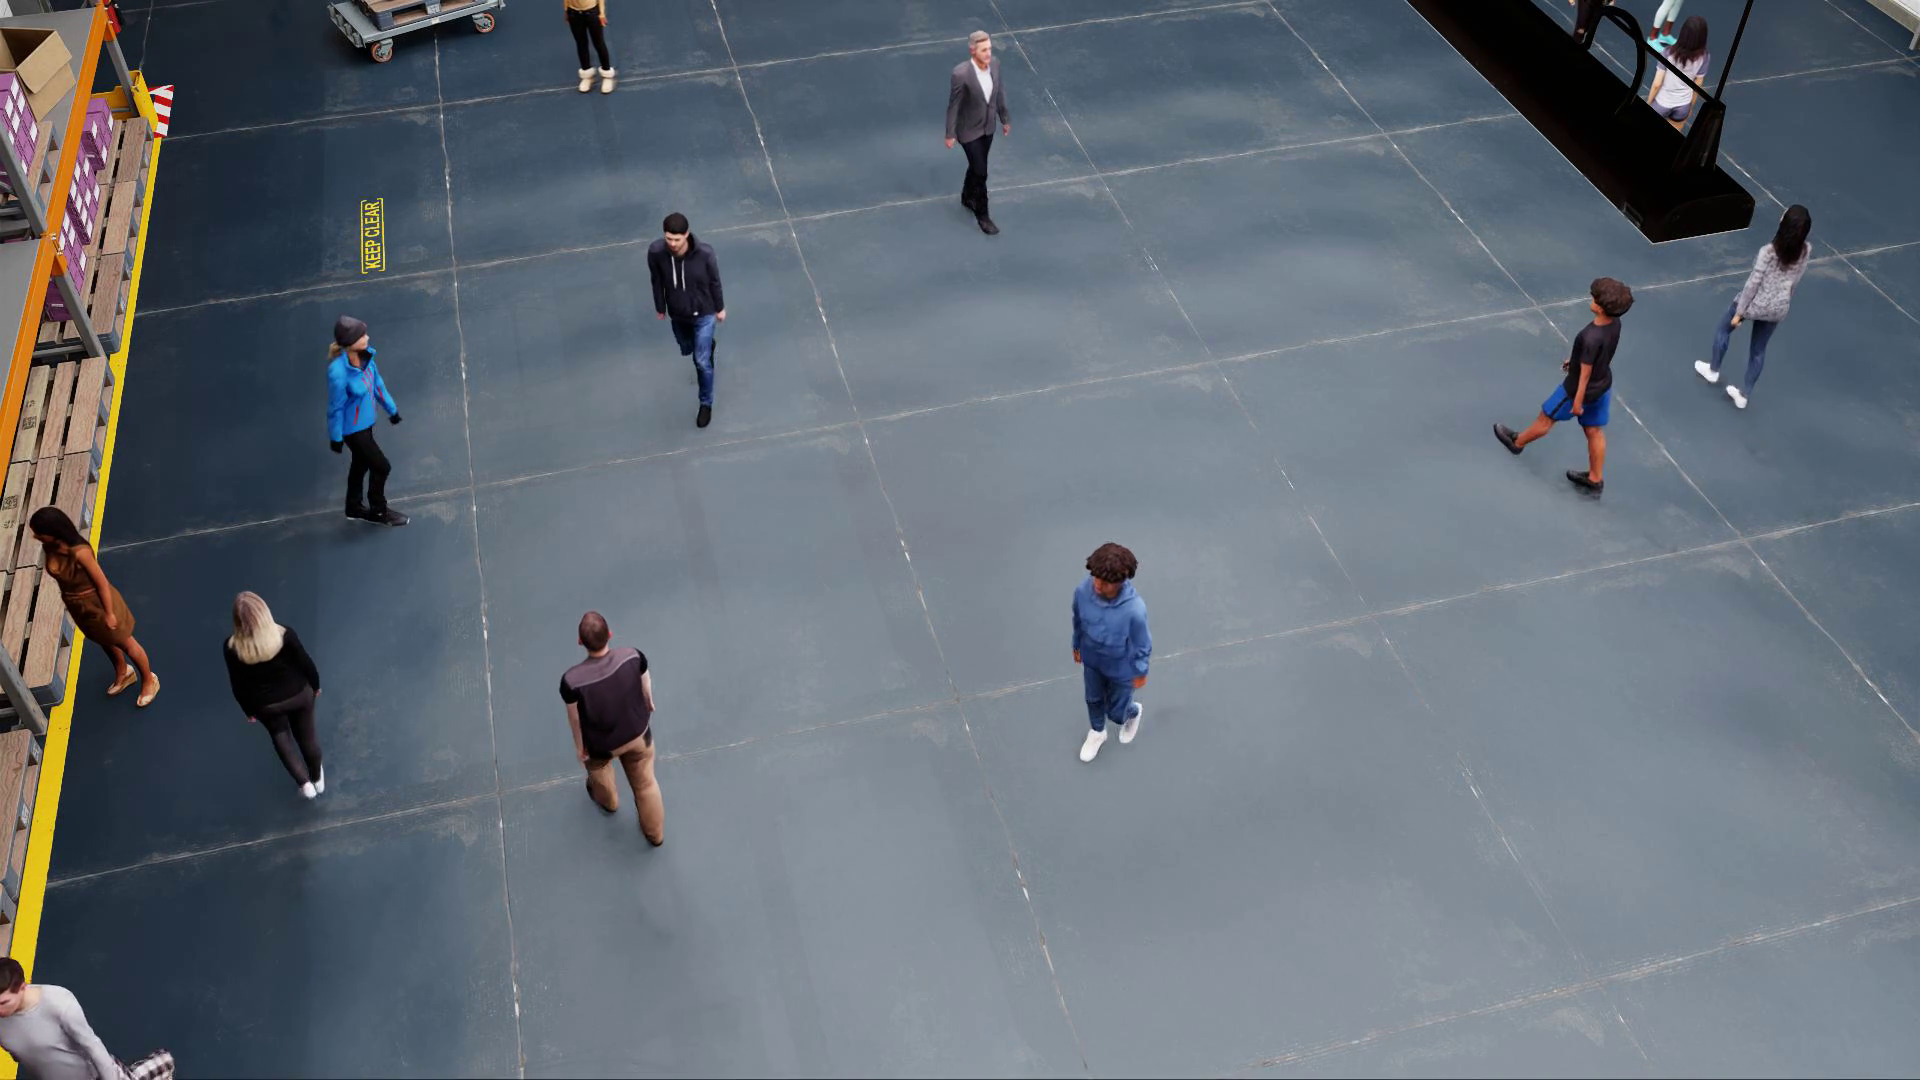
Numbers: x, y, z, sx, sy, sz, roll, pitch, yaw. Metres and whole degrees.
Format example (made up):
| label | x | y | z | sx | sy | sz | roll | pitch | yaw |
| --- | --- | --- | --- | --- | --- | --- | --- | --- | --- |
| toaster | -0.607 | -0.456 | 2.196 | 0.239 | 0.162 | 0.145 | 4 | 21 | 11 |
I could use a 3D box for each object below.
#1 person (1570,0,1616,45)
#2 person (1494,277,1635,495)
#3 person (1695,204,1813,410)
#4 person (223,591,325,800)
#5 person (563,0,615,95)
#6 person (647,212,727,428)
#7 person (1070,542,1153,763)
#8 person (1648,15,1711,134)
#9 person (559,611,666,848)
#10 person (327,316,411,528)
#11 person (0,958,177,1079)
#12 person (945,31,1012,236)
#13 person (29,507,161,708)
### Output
| label | x | y | z | sx | sy | sz | roll | pitch | yaw |
| --- | --- | --- | --- | --- | --- | --- | --- | --- | --- |
| person | 6.455 | -5.549 | 16.938 | 0.818 | 1.455 | 1.001 | 7 | 44 | 7 |
| person | 4.605 | -1.073 | 12.035 | 0.949 | 1.738 | 1.225 | -32 | 52 | -29 |
| person | 6.183 | -1.737 | 12.751 | 0.711 | 1.712 | 0.839 | -4 | 44 | -4 |
| person | -4.029 | 1.006 | 9.897 | 0.667 | 1.677 | 0.712 | -17 | 46 | -17 |
| person | -3.722 | -5.245 | 16.471 | 0.657 | 1.659 | 0.673 | 7 | 44 | 7 |
| person | -2.022 | -1.807 | 12.722 | 0.986 | 1.853 | 1.221 | 6 | 44 | 6 |
| person | 0.971 | 0.660 | 10.171 | 0.870 | 1.800 | 0.935 | 29 | 51 | 27 |
| person | 6.419 | -3.928 | 15.034 | 0.654 | 1.734 | 0.642 | 6 | 44 | 6 |
| person | -1.966 | 1.165 | 9.625 | 0.792 | 1.820 | 0.940 | -20 | 47 | -20 |
| person | -4.318 | -0.793 | 11.721 | 0.848 | 1.764 | 0.797 | 12 | 45 | 12 |
| person | -4.342 | 2.527 | 8.204 | 0.831 | 1.809 | 1.191 | -1 | 44 | -1 |
| person | 0.095 | -3.676 | 14.710 | 0.991 | 1.817 | 1.069 | -34 | 53 | -31 |
| person | -5.474 | 0.407 | 10.520 | 0.643 | 1.684 | 0.690 | 19 | 47 | 19 |
